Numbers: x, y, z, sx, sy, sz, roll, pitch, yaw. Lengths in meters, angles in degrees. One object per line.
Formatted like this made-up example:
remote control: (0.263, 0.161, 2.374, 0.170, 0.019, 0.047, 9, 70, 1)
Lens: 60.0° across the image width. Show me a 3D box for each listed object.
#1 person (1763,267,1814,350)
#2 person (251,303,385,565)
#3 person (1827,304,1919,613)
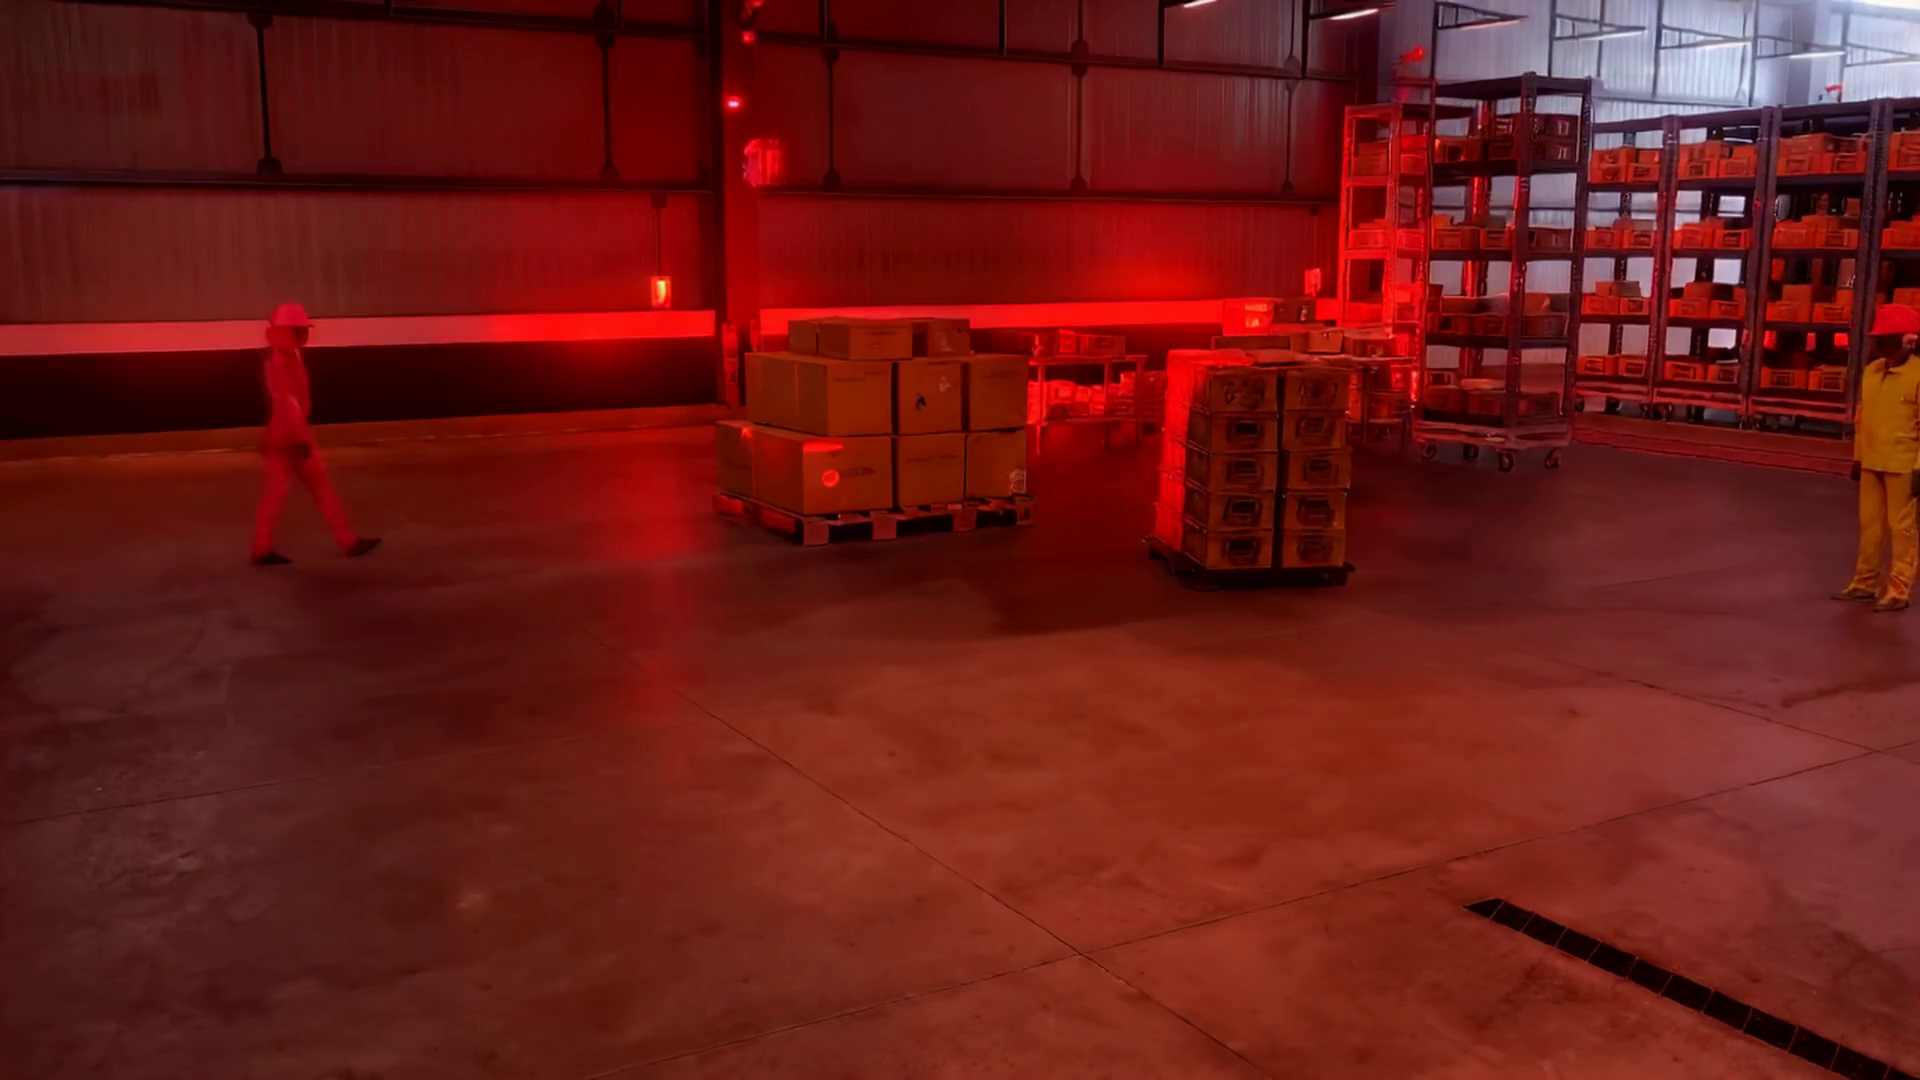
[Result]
person: (11.574, -2.904, 23.204, 0.632, 1.786, 0.412, 1, 10, 5)
person: (-4.243, -0.669, 10.804, 0.864, 1.707, 0.488, 0, 10, 1)
person: (5.290, -0.464, 9.487, 0.339, 1.752, 0.564, -2, 10, -11)
